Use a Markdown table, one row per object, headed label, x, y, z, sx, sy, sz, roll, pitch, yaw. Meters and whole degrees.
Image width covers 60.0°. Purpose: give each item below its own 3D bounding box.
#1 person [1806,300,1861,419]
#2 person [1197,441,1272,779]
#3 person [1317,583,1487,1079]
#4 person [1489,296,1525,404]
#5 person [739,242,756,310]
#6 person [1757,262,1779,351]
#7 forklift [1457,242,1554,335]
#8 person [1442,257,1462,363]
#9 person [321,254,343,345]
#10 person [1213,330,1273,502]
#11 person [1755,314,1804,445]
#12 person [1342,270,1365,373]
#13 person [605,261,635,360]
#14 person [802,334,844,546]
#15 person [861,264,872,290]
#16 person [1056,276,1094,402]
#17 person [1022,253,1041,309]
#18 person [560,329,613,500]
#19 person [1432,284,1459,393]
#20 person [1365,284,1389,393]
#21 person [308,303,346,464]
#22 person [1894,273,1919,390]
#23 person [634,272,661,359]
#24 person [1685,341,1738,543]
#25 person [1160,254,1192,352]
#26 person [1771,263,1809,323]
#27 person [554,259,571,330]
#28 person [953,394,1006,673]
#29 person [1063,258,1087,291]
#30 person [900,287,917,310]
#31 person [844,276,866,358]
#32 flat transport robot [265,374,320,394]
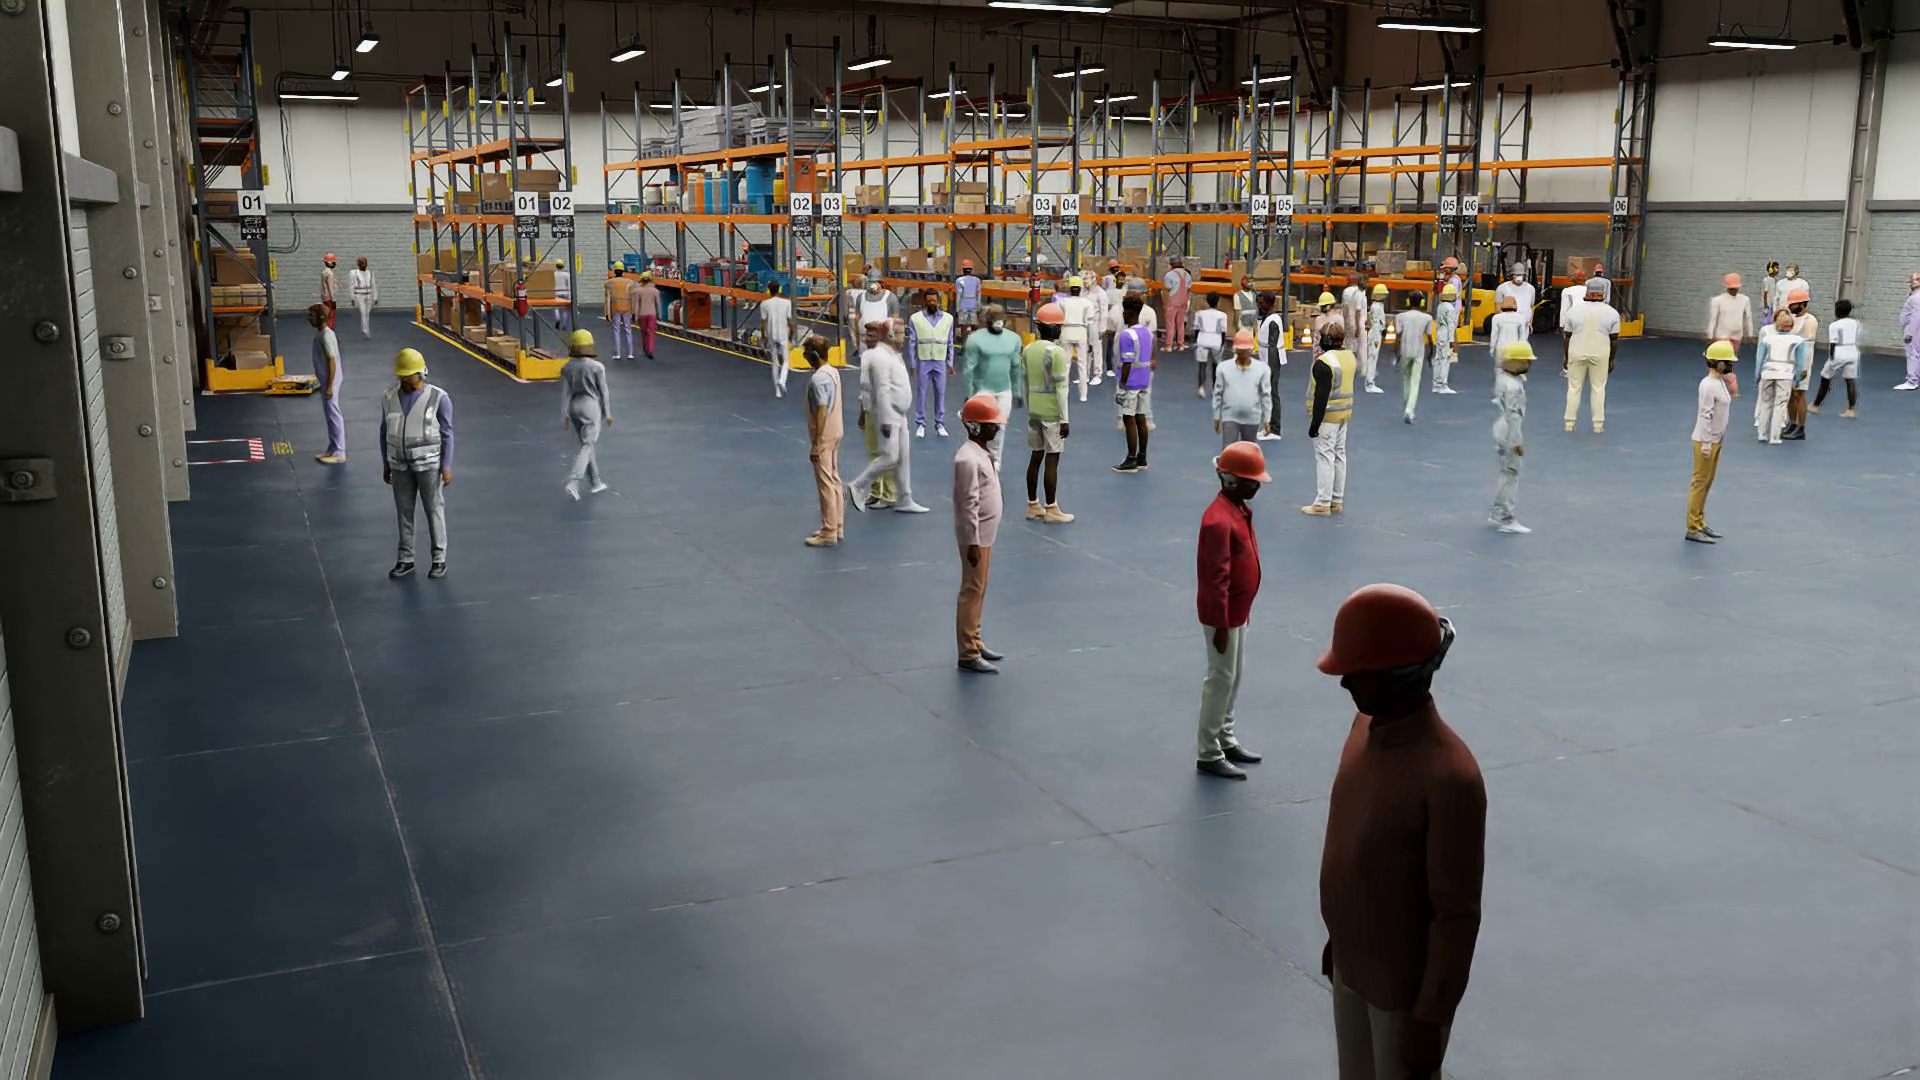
| label | x | y | z | sx | sy | sz | roll | pitch | yaw |
| --- | --- | --- | --- | --- | --- | --- | --- | --- | --- |
| person | 12.377 | -2.555 | 23.487 | 0.545 | 1.654 | 0.850 | -3 | 11 | -14 |
| person | 1.396 | 0.353 | 8.512 | 0.355 | 1.737 | 0.578 | 4 | 12 | 20 |
| person | 1.064 | 1.078 | 4.197 | 0.393 | 1.985 | 0.611 | -2 | 11 | -11 |
| person | 8.287 | -2.879 | 25.203 | 0.505 | 1.631 | 0.278 | 2 | 11 | 8 |
| person | -6.301 | -7.852 | 49.469 | 0.612 | 2.033 | 0.411 | 3 | 12 | 15 |
| person | 16.762 | -4.816 | 34.443 | 0.328 | 1.872 | 0.514 | 9 | 14 | 37 |
| forklift | 13.047 | -6.049 | 39.881 | 2.313 | 2.155 | 1.214 | -5 | 12 | -23 |
| person | 9.442 | -4.423 | 32.043 | 0.419 | 2.034 | 0.605 | 3 | 11 | 13 |
| person | -13.775 | -5.266 | 36.444 | 0.409 | 1.986 | 0.618 | -7 | 13 | -33 |
| person | 2.791 | -1.205 | 16.444 | 0.581 | 1.721 | 0.703 | 2 | 11 | 8 |
| person | 10.225 | -2.008 | 20.819 | 0.514 | 1.613 | 0.453 | 10 | 15 | 41 |
| person | 7.061 | -3.920 | 29.947 | 0.563 | 1.847 | 0.390 | -10 | 15 | -42 |
| person | -6.702 | -4.522 | 32.802 | 0.591 | 1.926 | 0.387 | -4 | 12 | -20 |
| person | -1.192 | -0.860 | 14.424 | 0.344 | 1.835 | 0.516 | 2 | 11 | 11 |
| person | -2.259 | -5.898 | 40.545 | 0.280 | 1.633 | 0.502 | 4 | 12 | 20 |
| person | 1.755 | -3.072 | 25.465 | 0.597 | 1.916 | 0.413 | 1 | 11 | 5 |
| person | 2.100 | -7.636 | 48.737 | 0.574 | 1.885 | 0.356 | 4 | 12 | 20 |
| person | -3.832 | -1.278 | 16.879 | 0.484 | 1.708 | 0.851 | 4 | 12 | 20 |
| person | 7.814 | -3.227 | 26.691 | 0.304 | 1.742 | 0.493 | -2 | 11 | -8 |
| person | 6.725 | -3.251 | 26.809 | 0.312 | 1.744 | 0.487 | 3 | 11 | 14 |
| person | -7.301 | -1.800 | 19.177 | 0.349 | 1.847 | 0.505 | -5 | 12 | -26 |
| person | 15.574 | -3.403 | 27.187 | 0.407 | 1.902 | 0.639 | 9 | 14 | 39 |
| person | -6.212 | -4.451 | 33.019 | 0.519 | 1.726 | 0.908 | -2 | 11 | -9 |
| person | 6.612 | -0.863 | 14.620 | 0.310 | 1.768 | 0.533 | 8 | 13 | 34 |
| person | 4.465 | -4.955 | 34.712 | 0.684 | 2.000 | 0.535 | -8 | 14 | -36 |
| person | 15.567 | -4.223 | 31.256 | 0.372 | 1.940 | 0.631 | -9 | 14 | -37 |
| person | -9.857 | -6.053 | 41.038 | 0.529 | 1.757 | 0.363 | -3 | 11 | -14 |
| person | 0.127 | -0.048 | 10.504 | 0.330 | 1.750 | 0.572 | 2 | 11 | 8 |
| person | 2.504 | -5.092 | 35.546 | 0.618 | 1.987 | 1.043 | 0 | 11 | 0 |
| person | -1.483 | -7.589 | 49.253 | 0.515 | 1.594 | 0.875 | -5 | 12 | -25 |
| person | -2.058 | -4.434 | 33.111 | 0.541 | 1.624 | 0.371 | -4 | 12 | -19 |
| flat transport robot | -10.738 | -2.522 | 26.861 | 0.652 | 0.197 | 1.431 | -2 | 11 | -11 |
